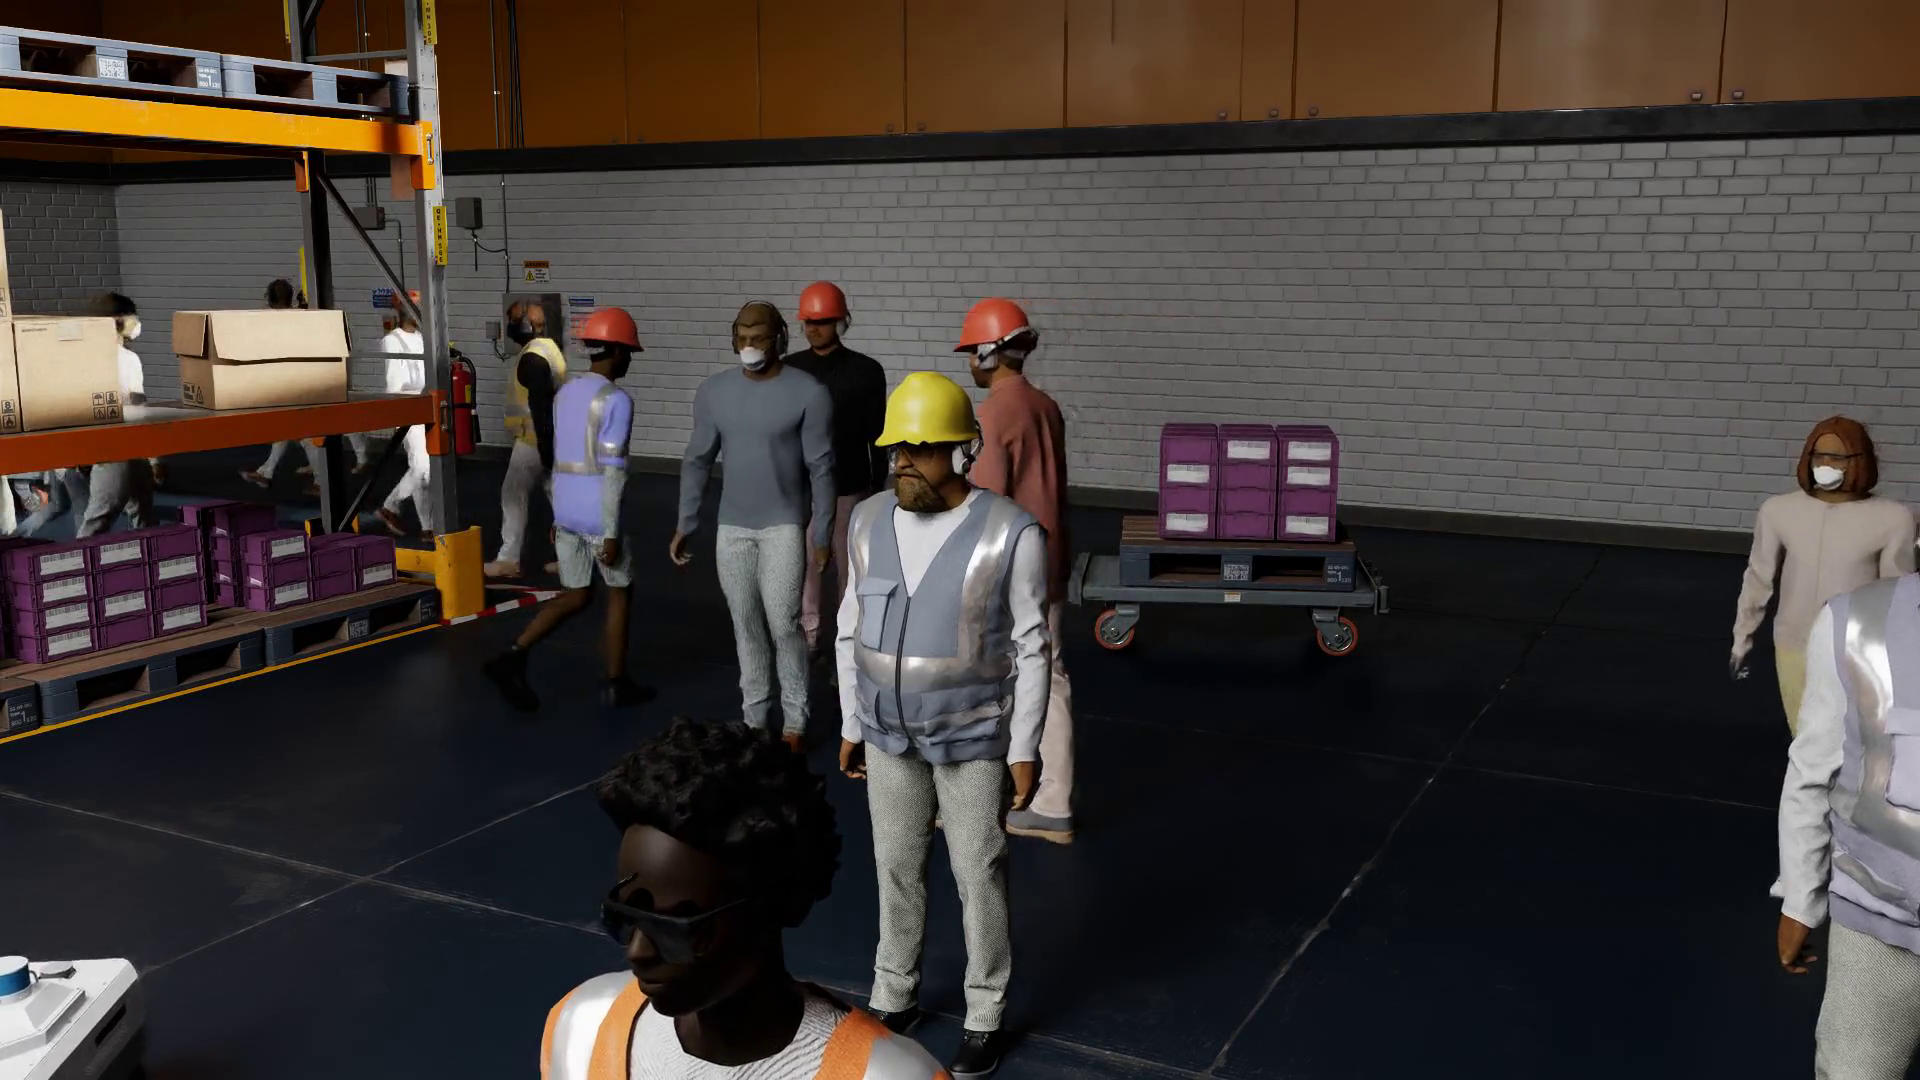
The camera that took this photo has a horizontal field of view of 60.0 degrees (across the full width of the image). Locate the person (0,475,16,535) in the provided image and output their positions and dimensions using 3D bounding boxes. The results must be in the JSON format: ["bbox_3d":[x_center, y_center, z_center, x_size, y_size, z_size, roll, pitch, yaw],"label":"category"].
[{"bbox_3d":[-6.888,-0.809,11.658,0.532,1.868,0.310,5,11,27],"label":"person"}]

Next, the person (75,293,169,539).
[{"bbox_3d":[-4.961,-0.525,9.961,0.664,1.881,1.031,9,13,43],"label":"person"}]

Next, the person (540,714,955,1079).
[{"bbox_3d":[-0.216,0.998,1.690,0.540,1.695,0.317,5,11,27],"label":"person"}]

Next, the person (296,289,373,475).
[{"bbox_3d":[-6.031,-1.513,15.977,0.671,1.806,0.645,-8,13,-38],"label":"person"}]

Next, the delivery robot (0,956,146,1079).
[{"bbox_3d":[-2.113,1.173,3.711,0.477,0.478,0.707,-1,10,-6],"label":"delivery robot"}]

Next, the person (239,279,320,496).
[{"bbox_3d":[-5.961,-1.331,14.609,1.042,1.885,0.639,2,10,10],"label":"person"}]

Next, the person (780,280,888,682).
[{"bbox_3d":[-0.668,-0.284,8.254,0.622,1.991,0.399,3,10,18],"label":"person"}]

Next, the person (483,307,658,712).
[{"bbox_3d":[-1.765,-0.108,7.578,0.555,1.893,0.801,9,13,42],"label":"person"}]

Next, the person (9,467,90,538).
[{"bbox_3d":[-5.909,-0.533,10.812,0.704,1.612,0.504,-6,11,-30],"label":"person"}]

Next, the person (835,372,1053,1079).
[{"bbox_3d":[-0.066,0.483,4.280,0.599,1.830,0.404,5,11,27],"label":"person"}]

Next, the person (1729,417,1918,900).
[{"bbox_3d":[2.939,0.364,5.676,0.524,1.588,0.874,9,13,43],"label":"person"}]

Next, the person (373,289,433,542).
[{"bbox_3d":[-4.050,-0.912,12.257,0.635,1.875,0.598,1,10,7],"label":"person"}]

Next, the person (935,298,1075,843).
[{"bbox_3d":[0.121,0.111,6.058,0.796,1.955,0.619,7,12,35],"label":"person"}]

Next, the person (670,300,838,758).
[{"bbox_3d":[-0.846,-0.032,6.974,0.649,1.931,0.452,4,11,22],"label":"person"}]

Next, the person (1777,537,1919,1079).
[{"bbox_3d":[1.839,0.691,3.082,0.599,1.827,0.404,5,11,27],"label":"person"}]

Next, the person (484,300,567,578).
[{"bbox_3d":[-2.864,-0.657,10.950,0.815,1.815,0.642,0,10,-2],"label":"person"}]
